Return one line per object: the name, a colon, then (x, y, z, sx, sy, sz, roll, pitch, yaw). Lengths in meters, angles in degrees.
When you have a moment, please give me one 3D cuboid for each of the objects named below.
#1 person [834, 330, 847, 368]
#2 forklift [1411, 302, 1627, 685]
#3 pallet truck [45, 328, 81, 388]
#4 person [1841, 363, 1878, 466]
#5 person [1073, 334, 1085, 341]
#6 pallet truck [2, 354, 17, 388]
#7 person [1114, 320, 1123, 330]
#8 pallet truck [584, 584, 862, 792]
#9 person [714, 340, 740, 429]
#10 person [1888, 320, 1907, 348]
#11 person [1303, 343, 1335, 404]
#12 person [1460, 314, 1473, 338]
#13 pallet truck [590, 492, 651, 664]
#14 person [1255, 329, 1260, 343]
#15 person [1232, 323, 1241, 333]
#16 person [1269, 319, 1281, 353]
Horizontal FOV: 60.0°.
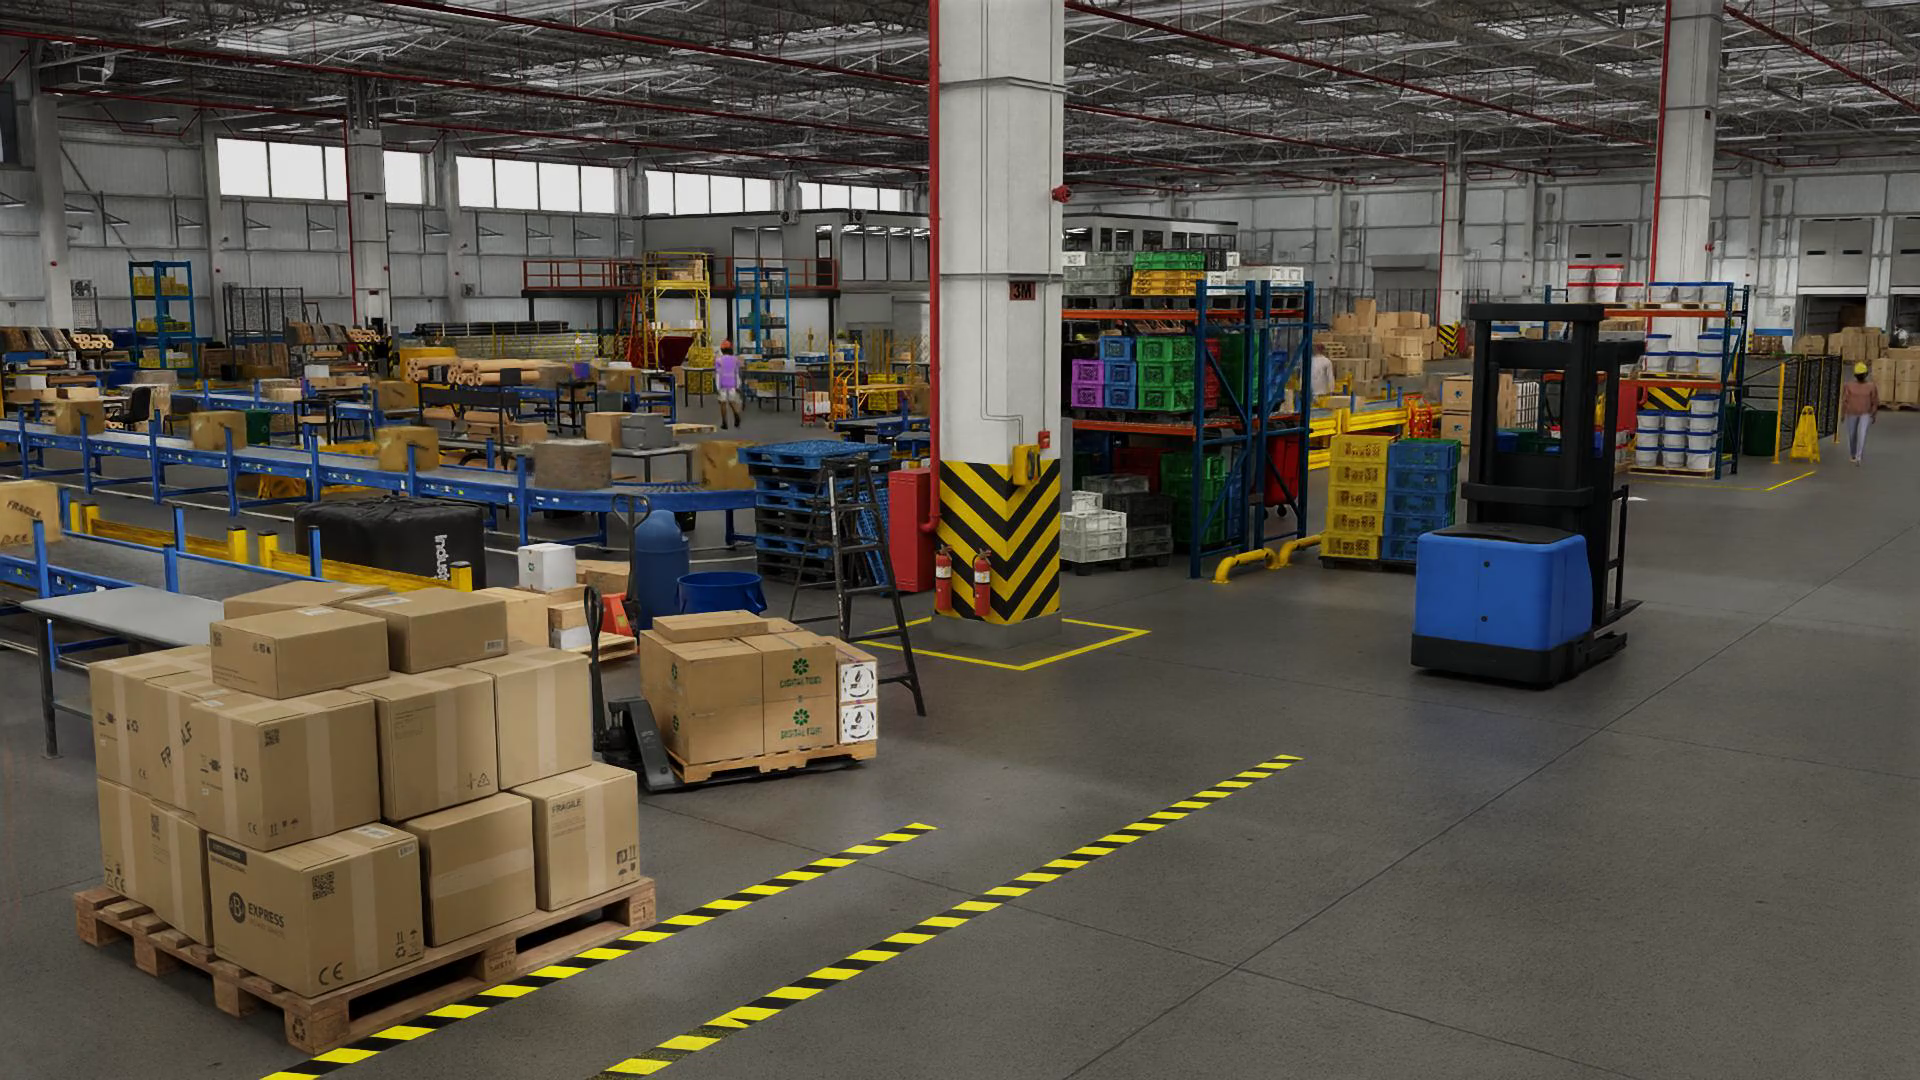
person: (-3.762, -5.773, 52.681, 0.421, 1.727, 0.499, 6, 10, 36)
forklift: (4.379, -0.438, 12.852, 1.129, 2.768, 1.873, 7, 11, 37)
pallet truck: (-23.775, -4.544, 43.495, 1.885, 1.965, 0.823, 6, 10, 35)
person: (15.221, -2.133, 28.141, 0.524, 1.727, 0.821, 6, 10, 34)
person: (3.169, -4.653, 44.911, 0.930, 1.785, 0.618, 4, 9, 25)
pallet truck: (-24.881, -4.417, 42.634, 1.885, 1.965, 0.823, 8, 11, 41)
person: (5.747, -7.053, 60.622, 0.376, 1.934, 0.546, -1, 9, -9)
pallet truck: (-1.426, 0.805, 10.019, 1.601, 1.201, 0.680, -4, 9, -26)
person: (-4.945, -3.292, 35.342, 0.543, 1.921, 0.561, -4, 10, -28)
person: (32.206, -6.595, 57.176, 1.046, 2.000, 0.699, -1, 9, -8)
person: (7.415, -3.095, 34.168, 0.676, 1.862, 0.933, 8, 12, 44)
person: (24.272, -9.872, 79.790, 0.633, 1.880, 1.025, 7, 11, 40)
pallet truck: (-3.115, 0.344, 12.883, 0.653, 1.274, 1.630, 7, 11, 37)
person: (12.402, -8.161, 68.412, 0.517, 1.836, 0.338, 2, 9, 13)
person: (9.926, -6.872, 59.777, 1.001, 1.836, 0.581, -3, 9, -20)
person: (12.405, -7.766, 65.477, 0.371, 1.916, 0.597, -4, 9, -27)
